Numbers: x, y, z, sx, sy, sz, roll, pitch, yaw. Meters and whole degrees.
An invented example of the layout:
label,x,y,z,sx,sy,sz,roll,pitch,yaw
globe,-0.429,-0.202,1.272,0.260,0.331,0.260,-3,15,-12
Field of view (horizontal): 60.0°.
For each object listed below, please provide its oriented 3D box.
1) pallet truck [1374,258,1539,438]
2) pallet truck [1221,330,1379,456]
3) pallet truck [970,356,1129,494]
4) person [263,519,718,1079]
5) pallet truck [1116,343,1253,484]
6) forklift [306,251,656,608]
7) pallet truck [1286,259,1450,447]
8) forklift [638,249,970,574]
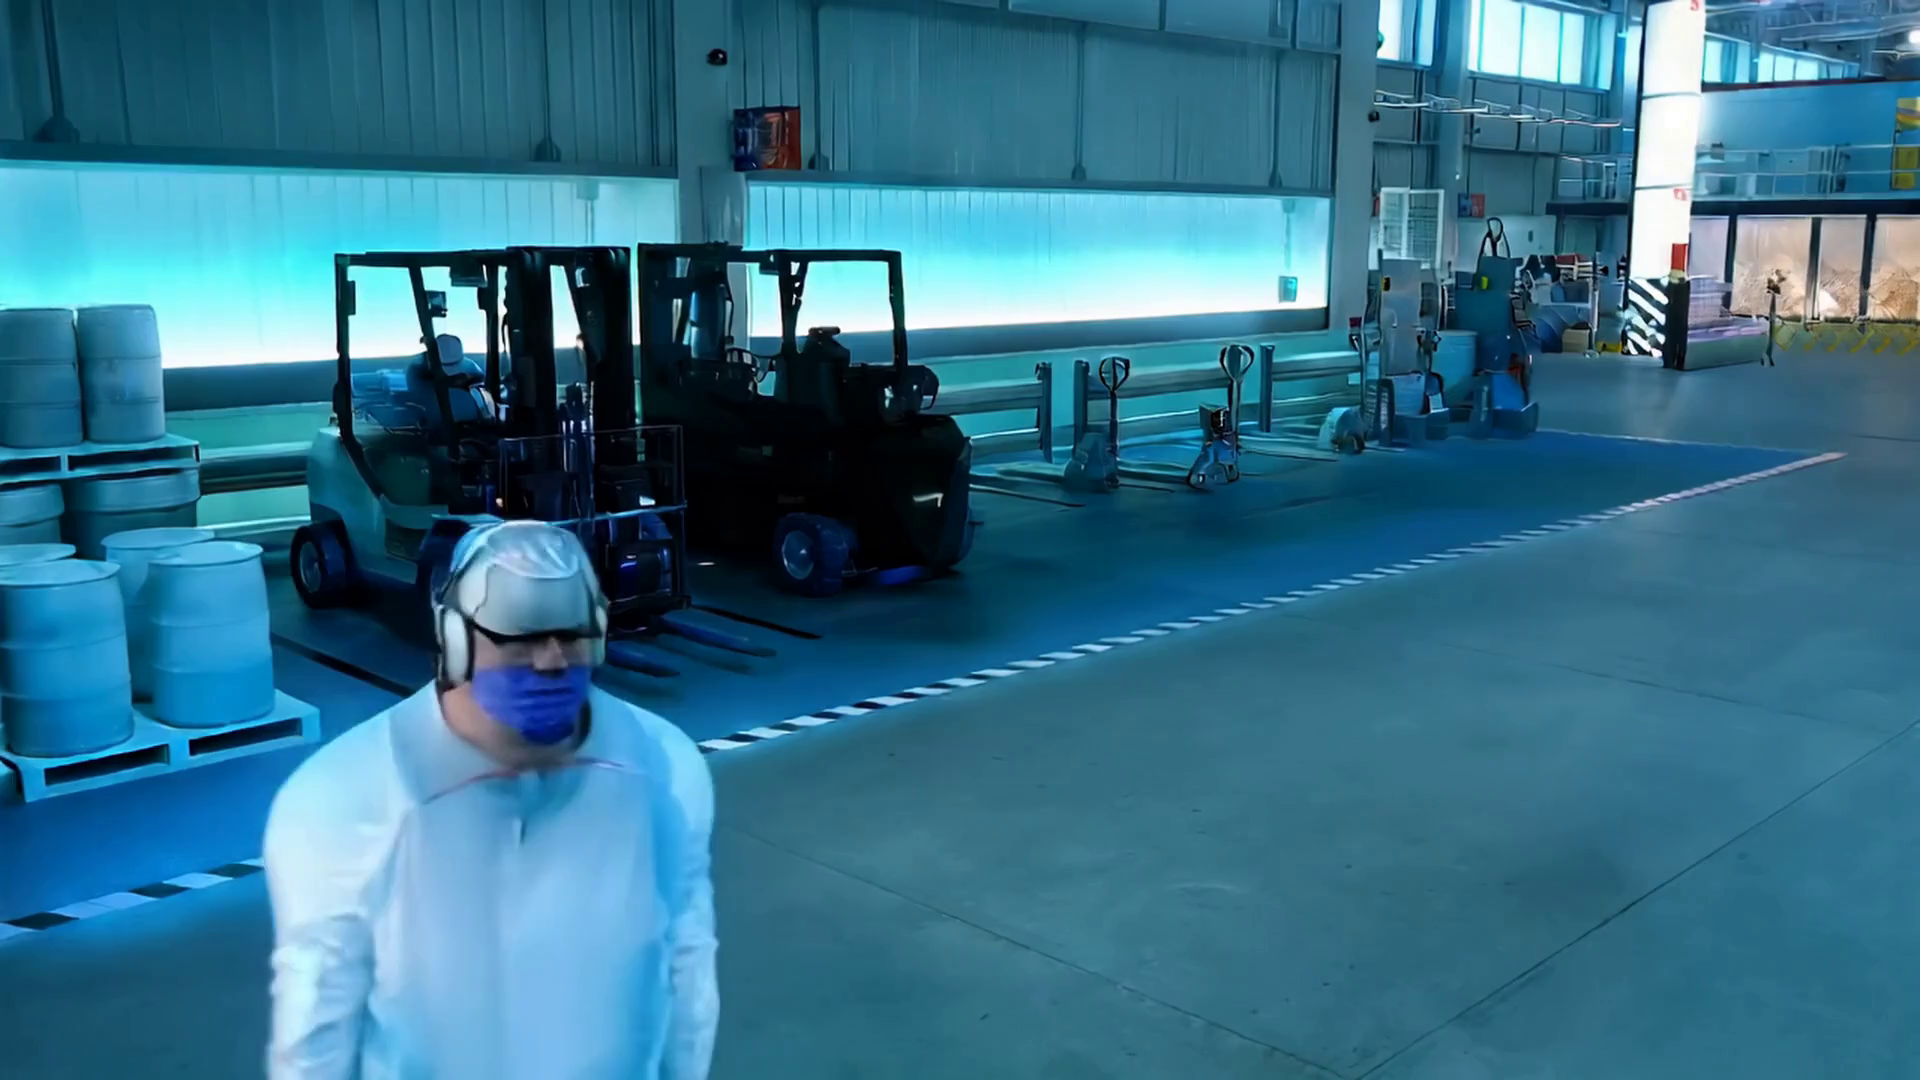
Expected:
label,x,y,z,sx,sy,sz,roll,pitch,yaw
pallet truck,5.704,-2.208,18.901,1.885,1.965,0.823,10,14,43
pallet truck,3.563,-1.581,17.381,0.653,1.274,1.630,-10,14,-44
pallet truck,0.784,-1.085,14.876,0.680,1.201,1.601,-10,14,-44
person,-0.667,0.875,2.458,0.647,1.869,0.942,-5,11,-25
pallet truck,1.962,-1.215,15.415,1.522,1.261,0.704,10,14,43
forklift,-2.833,-0.669,9.694,1.157,1.987,2.680,-10,14,-44
pallet truck,4.493,-2.078,18.196,0.823,1.965,1.885,-9,14,-40
forklift,-1.173,-0.958,11.239,2.680,1.987,1.157,10,14,43
